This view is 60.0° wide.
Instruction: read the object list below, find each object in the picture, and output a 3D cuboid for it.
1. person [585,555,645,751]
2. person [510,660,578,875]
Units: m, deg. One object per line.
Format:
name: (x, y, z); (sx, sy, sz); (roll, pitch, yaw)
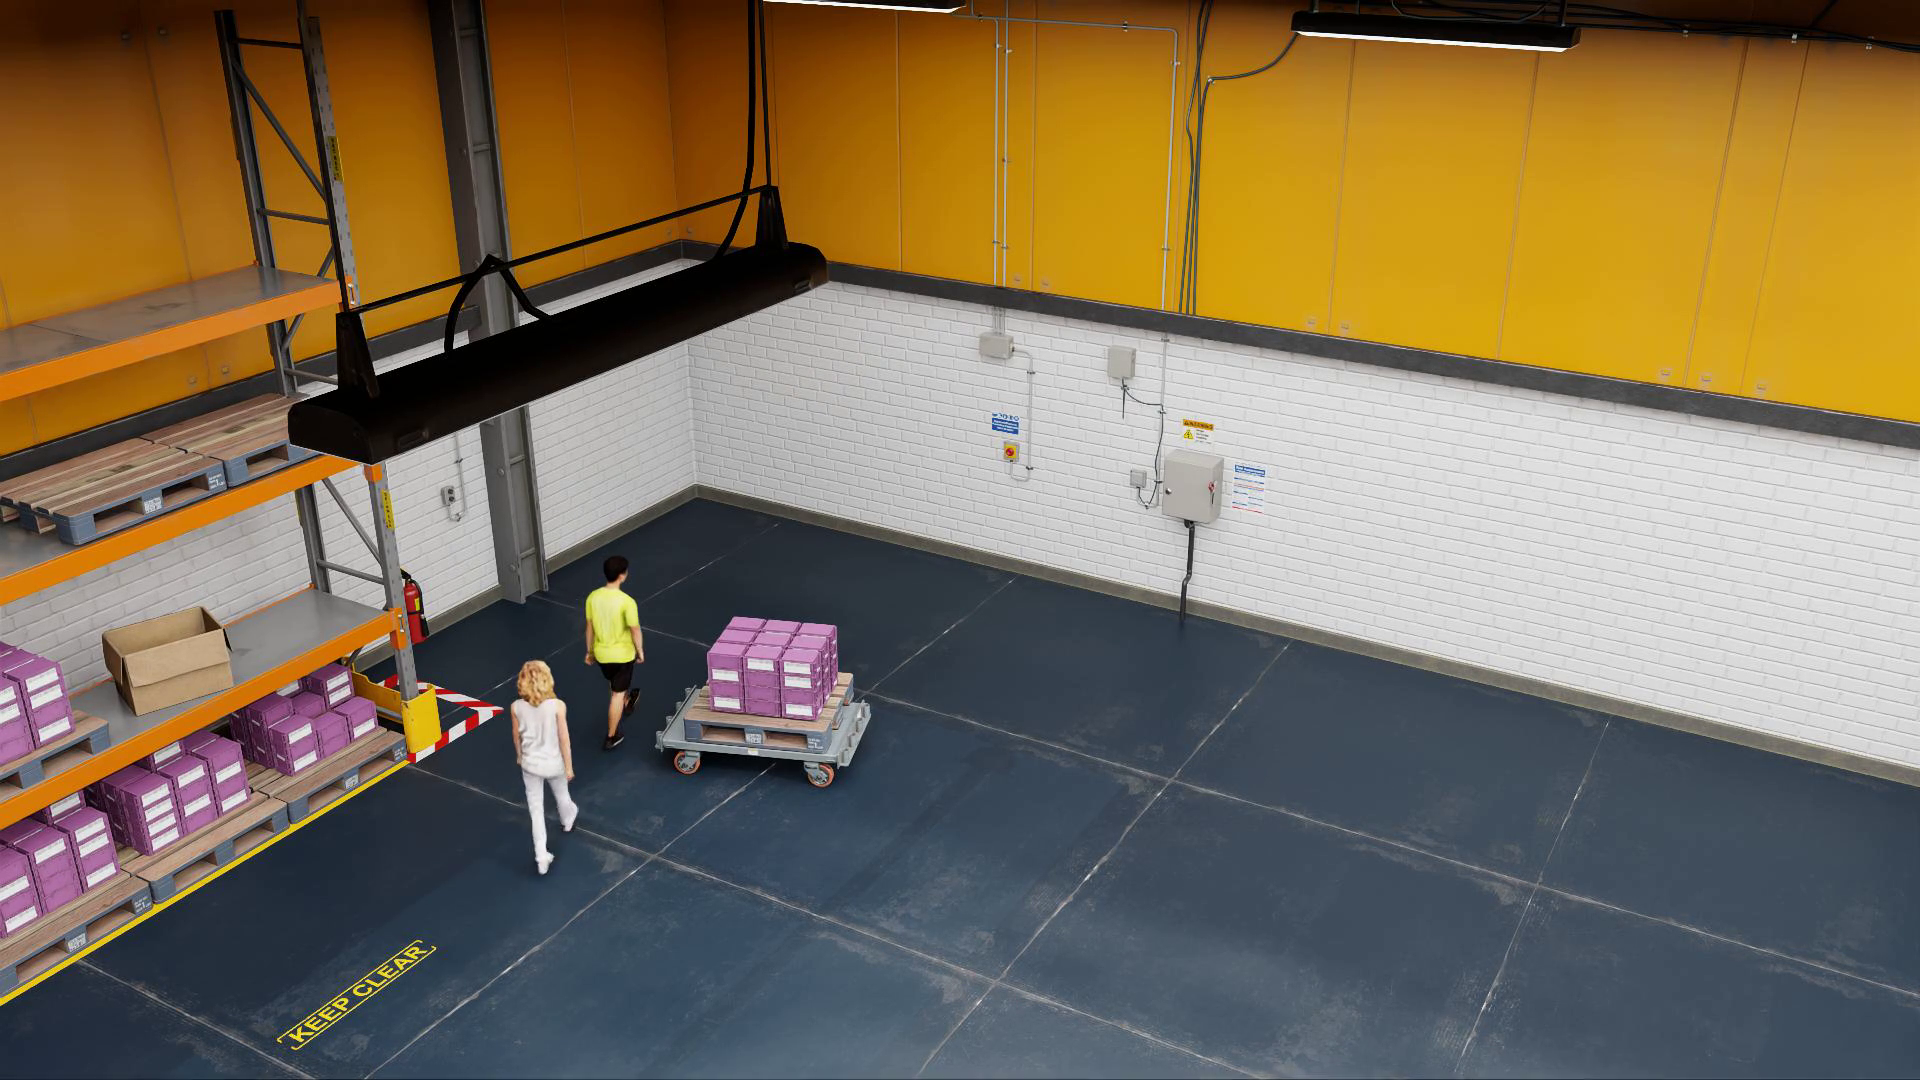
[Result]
person: (-2.937, 0.979, 13.994); (0.783, 1.668, 1.092); (6, 24, 14)
person: (-3.131, 1.709, 12.375); (0.952, 1.627, 1.151); (0, 24, 1)
